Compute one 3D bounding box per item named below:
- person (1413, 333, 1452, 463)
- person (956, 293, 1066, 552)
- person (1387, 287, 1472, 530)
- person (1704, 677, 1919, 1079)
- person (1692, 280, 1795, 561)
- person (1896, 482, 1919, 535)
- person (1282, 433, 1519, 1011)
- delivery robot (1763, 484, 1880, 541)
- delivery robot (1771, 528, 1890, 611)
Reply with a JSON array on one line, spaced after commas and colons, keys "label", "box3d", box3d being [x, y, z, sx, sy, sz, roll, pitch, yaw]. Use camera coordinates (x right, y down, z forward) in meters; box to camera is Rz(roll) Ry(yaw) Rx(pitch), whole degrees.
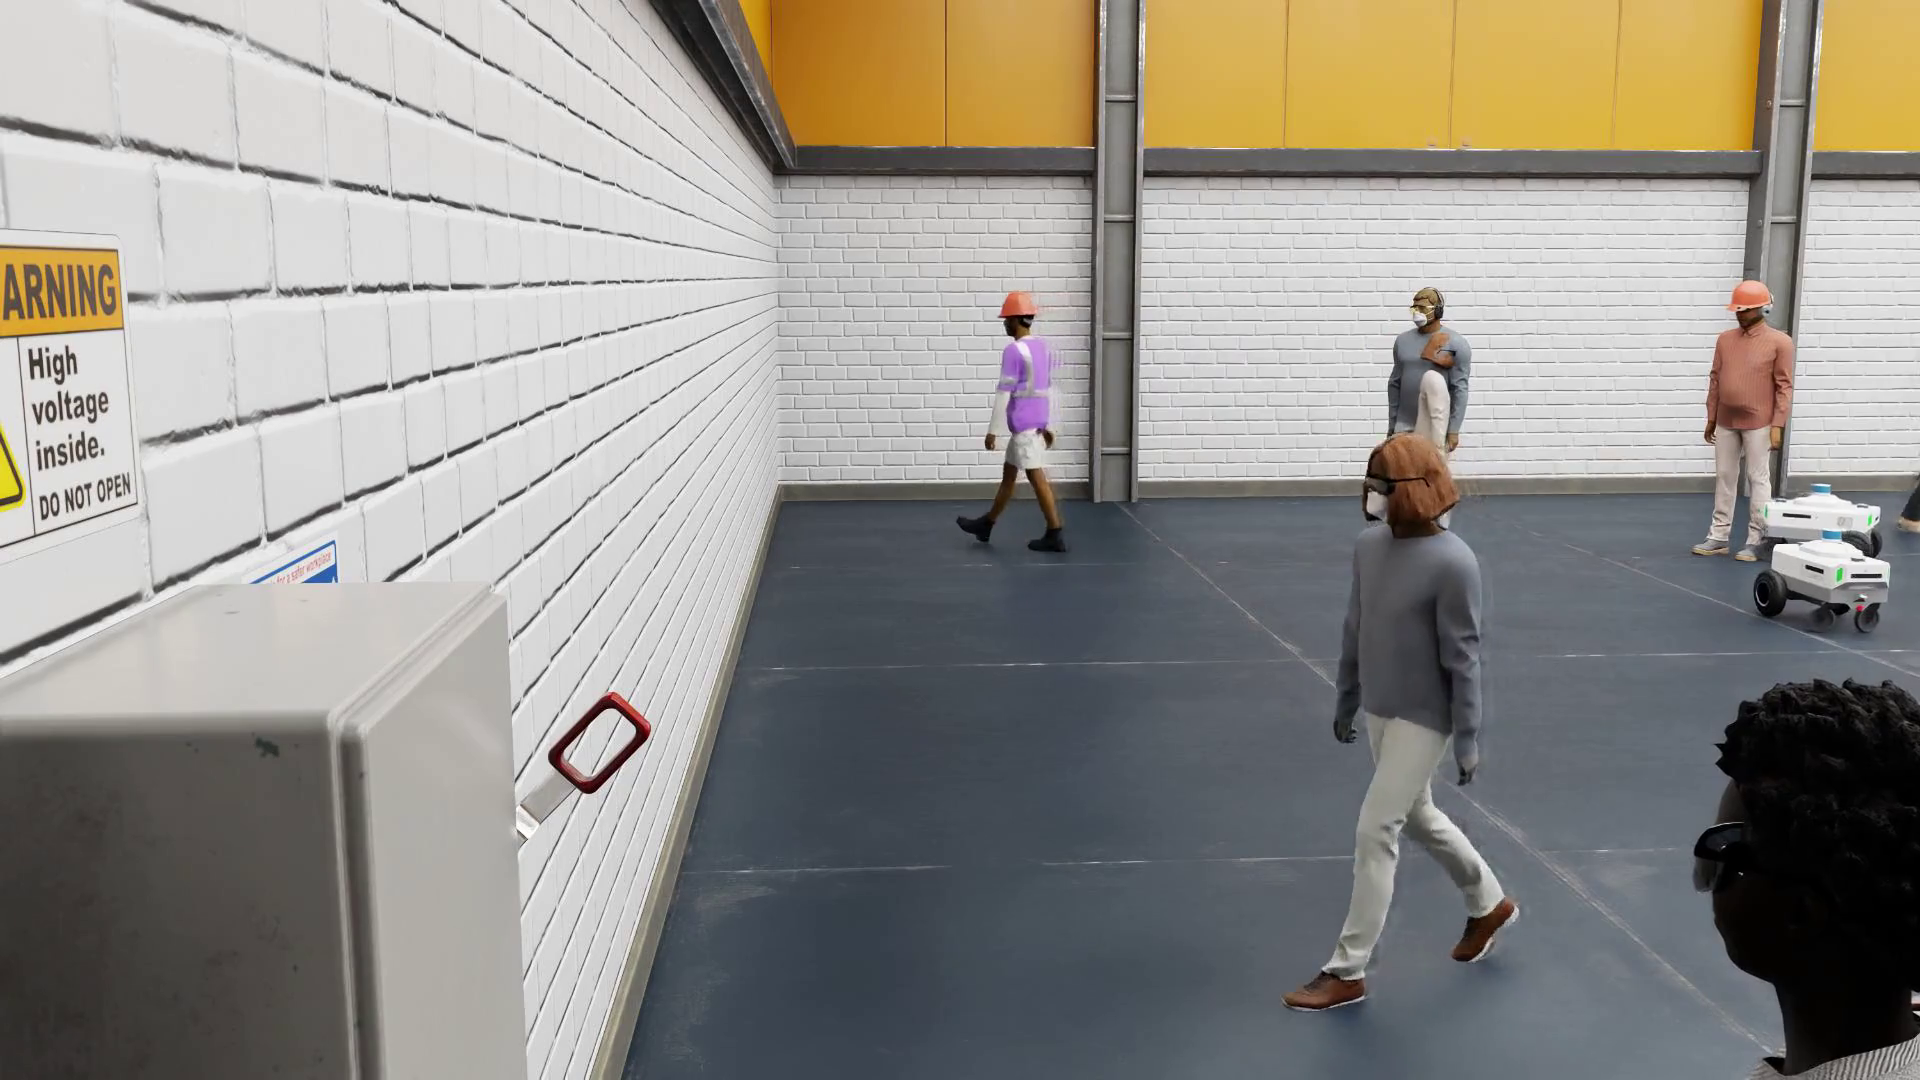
[{"label": "person", "box3d": [3.320, -0.638, 11.675, 0.299, 1.625, 0.514, 1, 9, 9]}, {"label": "person", "box3d": [0.382, -0.862, 12.244, 0.972, 1.884, 0.572, 5, 10, 28]}, {"label": "person", "box3d": [3.276, -0.806, 11.739, 0.373, 1.940, 0.628, -8, 12, -40]}, {"label": "person", "box3d": [0.721, 0.953, 1.450, 0.535, 1.697, 0.318, -9, 12, -43]}, {"label": "person", "box3d": [5.571, -0.844, 11.829, 0.395, 1.985, 0.608, -5, 11, -31]}, {"label": "person", "box3d": [7.722, -0.878, 12.681, 0.495, 1.796, 0.992, -7, 11, -37]}, {"label": "person", "box3d": [1.293, 0.487, 4.678, 0.818, 1.600, 0.513, -3, 10, -20]}, {"label": "delivery robot", "box3d": [6.025, -0.149, 11.651, 0.707, 0.478, 0.477, 6, 11, 36]}, {"label": "delivery robot", "box3d": [5.027, 0.175, 9.616, 0.477, 0.478, 0.707, -1, 9, -4]}]
